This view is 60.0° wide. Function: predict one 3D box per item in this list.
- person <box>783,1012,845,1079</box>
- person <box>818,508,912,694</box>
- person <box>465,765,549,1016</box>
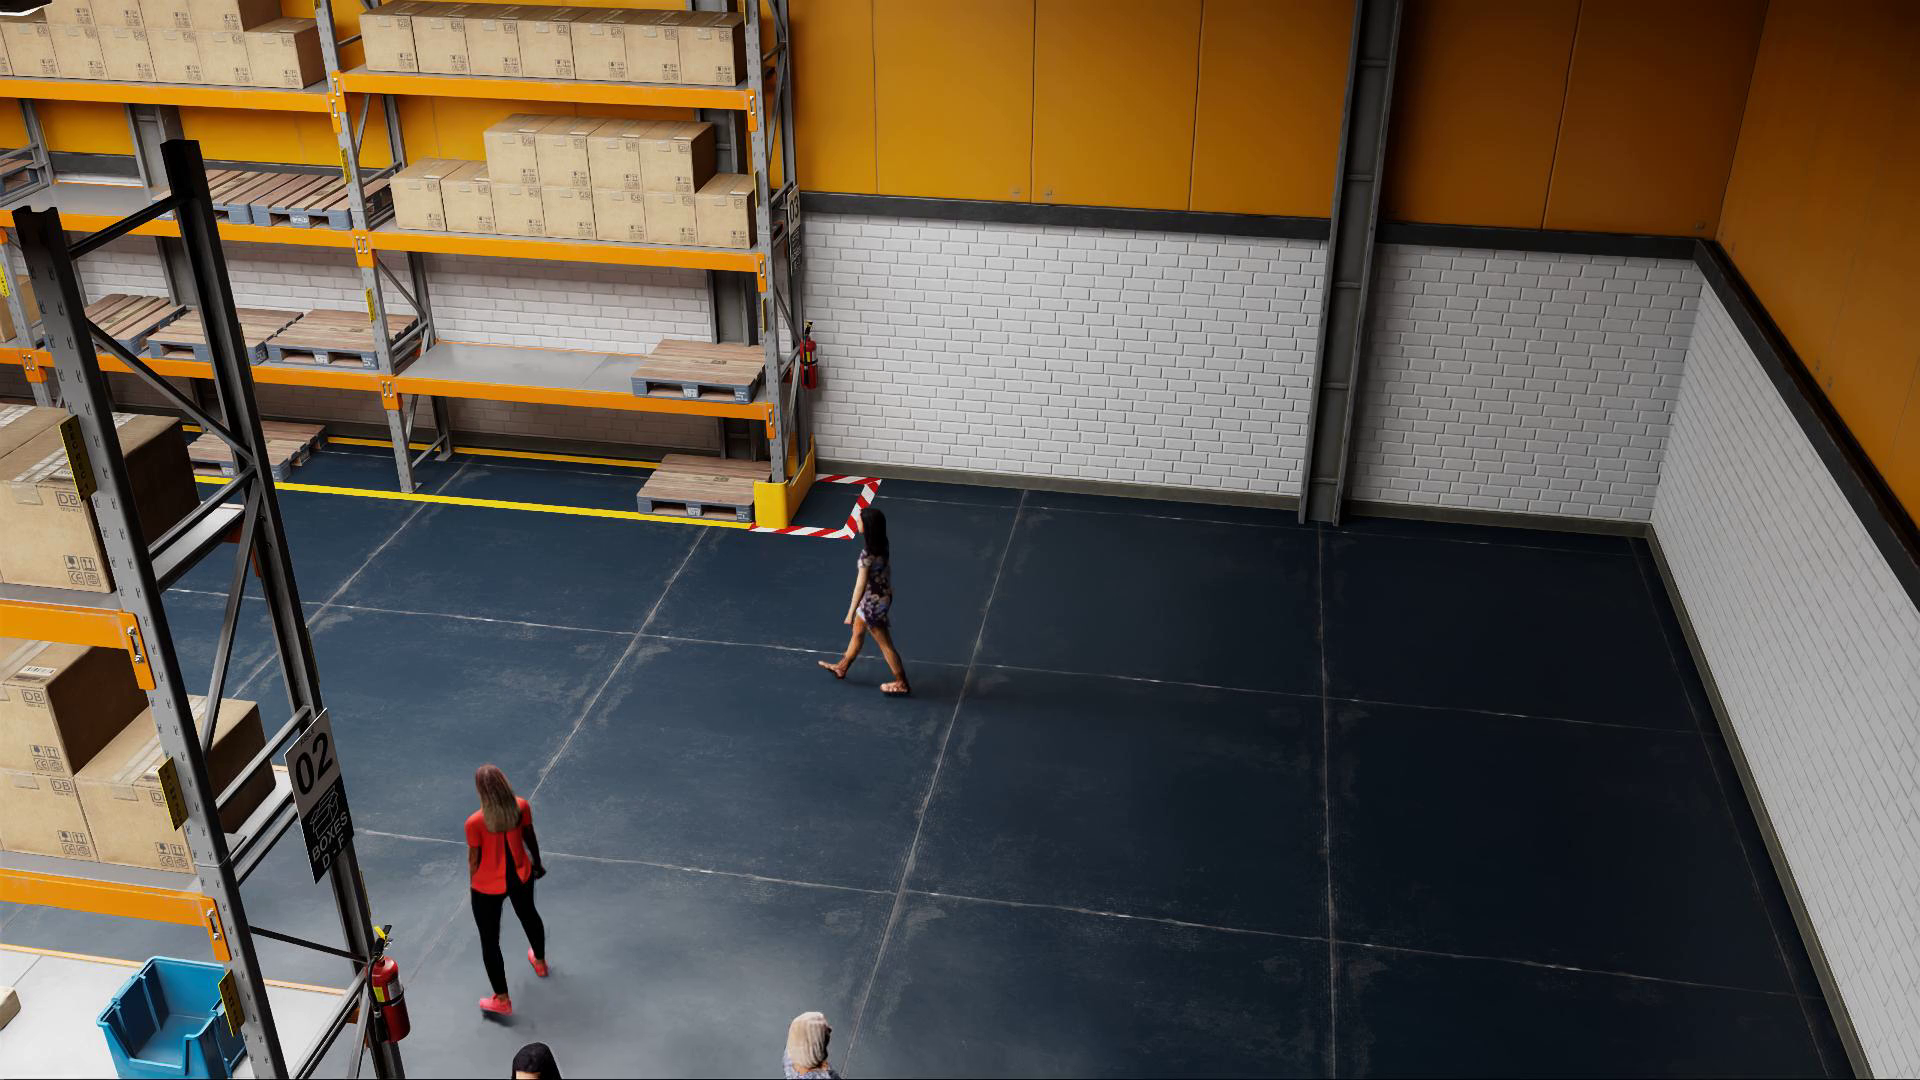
[{"bbox_3d":[-0.806,3.171,8.733,0.884,1.711,0.823,-18,34,-30],"label":"person"},{"bbox_3d":[-0.608,0.544,13.563,1.042,1.699,0.648,6,29,11],"label":"person"},{"bbox_3d":[-2.885,2.171,10.596,0.916,1.684,0.936,-25,37,-37],"label":"person"}]
